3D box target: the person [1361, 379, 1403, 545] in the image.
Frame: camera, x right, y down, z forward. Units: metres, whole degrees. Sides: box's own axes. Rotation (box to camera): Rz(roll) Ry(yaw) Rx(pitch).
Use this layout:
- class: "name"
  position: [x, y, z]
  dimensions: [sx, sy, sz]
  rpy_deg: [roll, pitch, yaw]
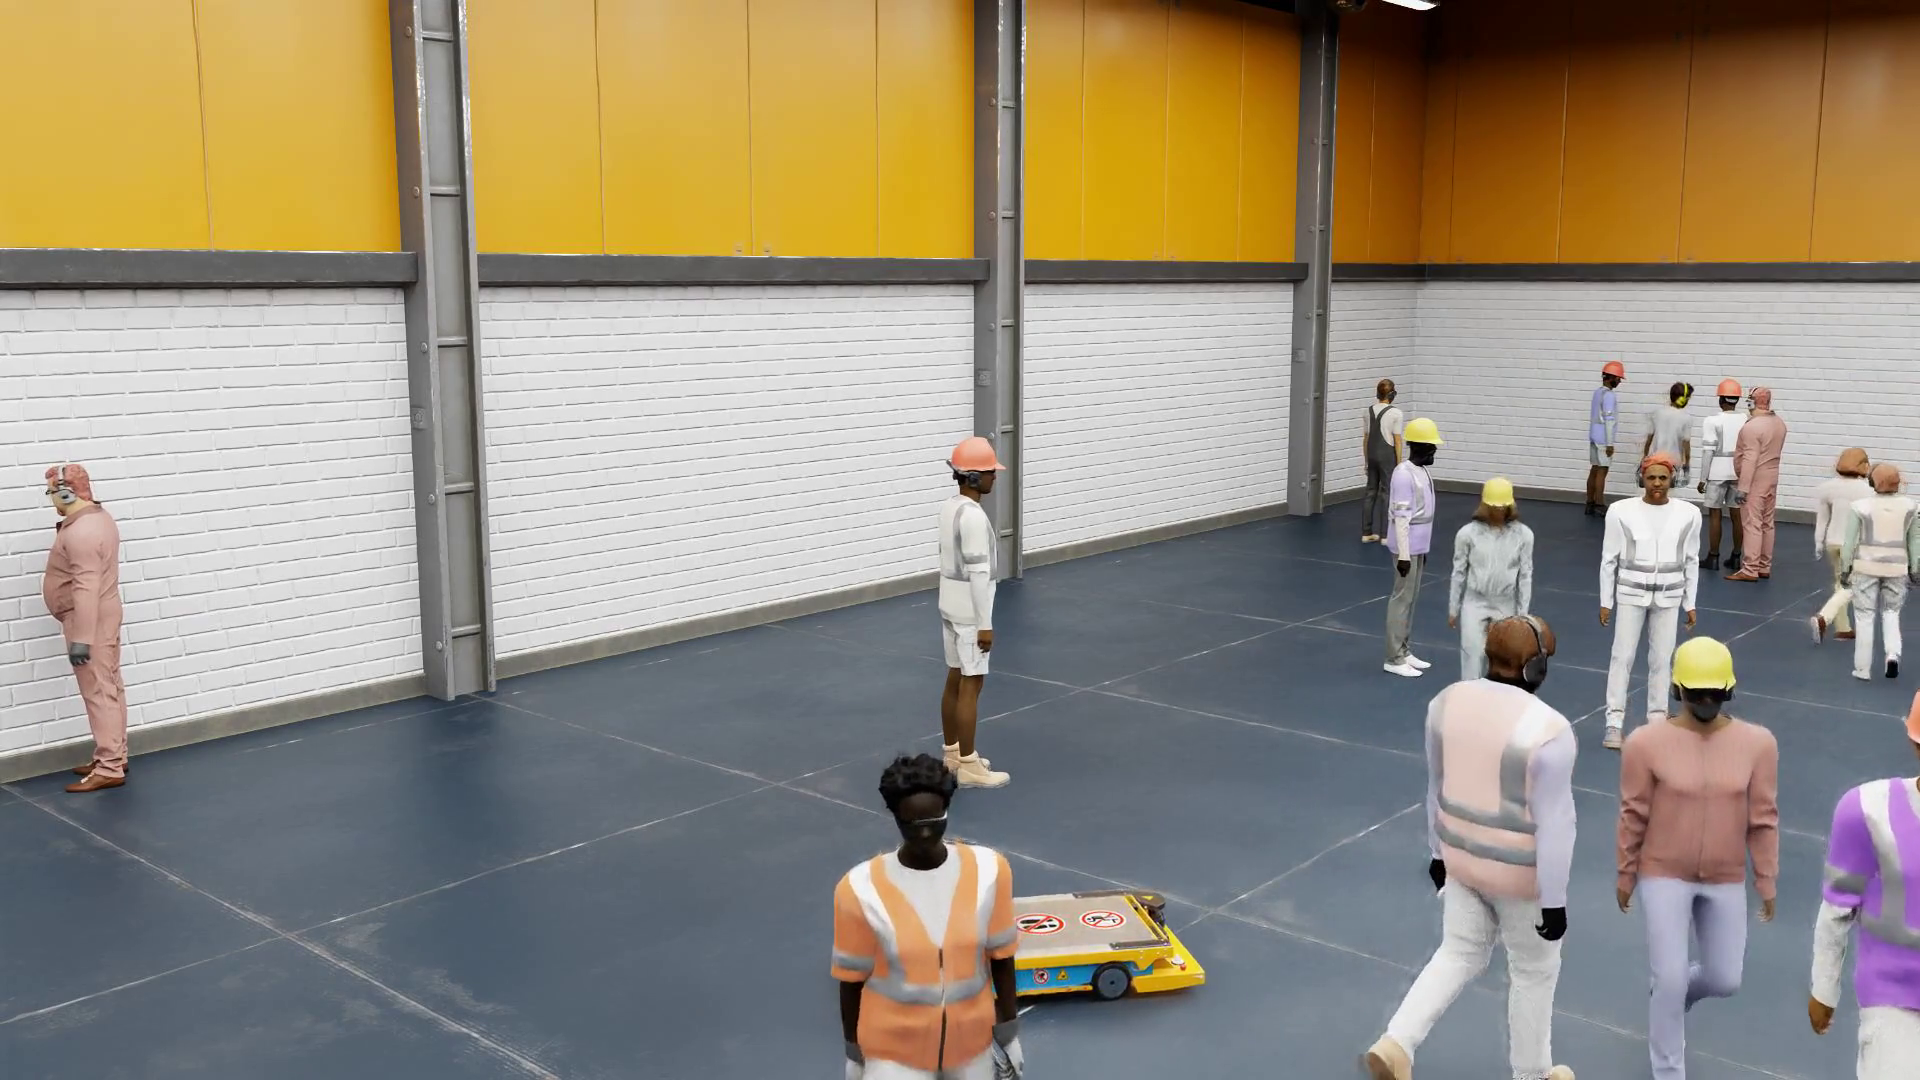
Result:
- class: "person"
  position: [4.677, -0.859, 18.409]
  dimensions: [0.342, 1.839, 0.501]
  rpy_deg: [-7, 11, -37]

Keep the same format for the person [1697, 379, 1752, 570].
- class: "person"
  position: [7.718, -0.657, 16.805]
  dimensions: [0.547, 1.938, 0.379]
  rpy_deg: [-1, 9, -5]

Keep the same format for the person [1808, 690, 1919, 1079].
- class: "person"
  position: [2.732, 1.312, 4.618]
  dimensions: [0.565, 1.879, 1.014]
  rpy_deg: [2, 9, 12]

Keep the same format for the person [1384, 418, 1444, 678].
- class: "person"
  position: [3.389, 0.048, 12.415]
  dimensions: [0.382, 1.924, 0.594]
  rpy_deg: [5, 10, 27]

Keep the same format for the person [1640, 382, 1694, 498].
- class: "person"
  position: [7.598, -0.788, 17.914]
  dimensions: [0.474, 1.837, 0.541]
  rpy_deg: [-7, 11, -37]

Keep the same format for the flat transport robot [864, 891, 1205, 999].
- class: "flat transport robot"
  position: [0.252, 1.727, 7.049]
  dimensions: [1.431, 0.197, 0.652]
  rpy_deg: [-2, 9, -11]

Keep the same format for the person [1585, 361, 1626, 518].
- class: "person"
  position: [7.946, -1.234, 20.464]
  dimensions: [0.390, 1.926, 0.547]
  rpy_deg: [0, 9, 3]

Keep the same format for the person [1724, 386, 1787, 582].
- class: "person"
  position: [7.729, -0.541, 16.189]
  dimensions: [0.642, 1.905, 0.401]
  rpy_deg: [-7, 11, -38]

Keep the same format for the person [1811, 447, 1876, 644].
- class: "person"
  position: [7.099, 0.052, 13.382]
  dimensions: [0.688, 1.609, 0.502]
  rpy_deg: [-5, 10, -27]

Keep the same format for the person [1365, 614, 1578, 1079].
- class: "person"
  position: [1.852, 1.153, 5.838]
  dimensions: [0.805, 1.813, 0.636]
  rpy_deg: [-5, 10, -30]

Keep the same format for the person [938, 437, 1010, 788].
- class: "person"
  position: [0.071, 0.418, 9.719]
  dimensions: [0.380, 2.045, 0.605]
  rpy_deg: [-3, 9, -17]

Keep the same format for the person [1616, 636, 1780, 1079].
- class: "person"
  position: [2.599, 1.175, 5.920]
  dimensions: [0.531, 1.743, 0.618]
  rpy_deg: [1, 9, 7]

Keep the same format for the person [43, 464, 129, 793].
- class: "person"
  position: [-5.075, 0.503, 9.647]
  dimensions: [0.403, 1.901, 0.637]
  rpy_deg: [-3, 10, -18]

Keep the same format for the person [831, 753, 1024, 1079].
- class: "person"
  position: [-0.111, 1.395, 4.716]
  dimensions: [0.536, 1.678, 0.675]
  rpy_deg: [-3, 10, -18]

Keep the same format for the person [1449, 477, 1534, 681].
- class: "person"
  position: [3.395, 0.419, 10.720]
  dimensions: [0.496, 1.719, 0.626]
  rpy_deg: [1, 9, 4]

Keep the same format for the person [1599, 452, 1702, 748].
- class: "person"
  position: [4.313, 0.386, 10.425]
  dimensions: [0.584, 1.882, 0.339]
  rpy_deg: [2, 9, 11]

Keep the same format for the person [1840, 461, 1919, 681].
- class: "person"
  position: [6.716, 0.237, 12.155]
  dimensions: [0.539, 1.624, 0.377]
  rpy_deg: [2, 9, 13]
